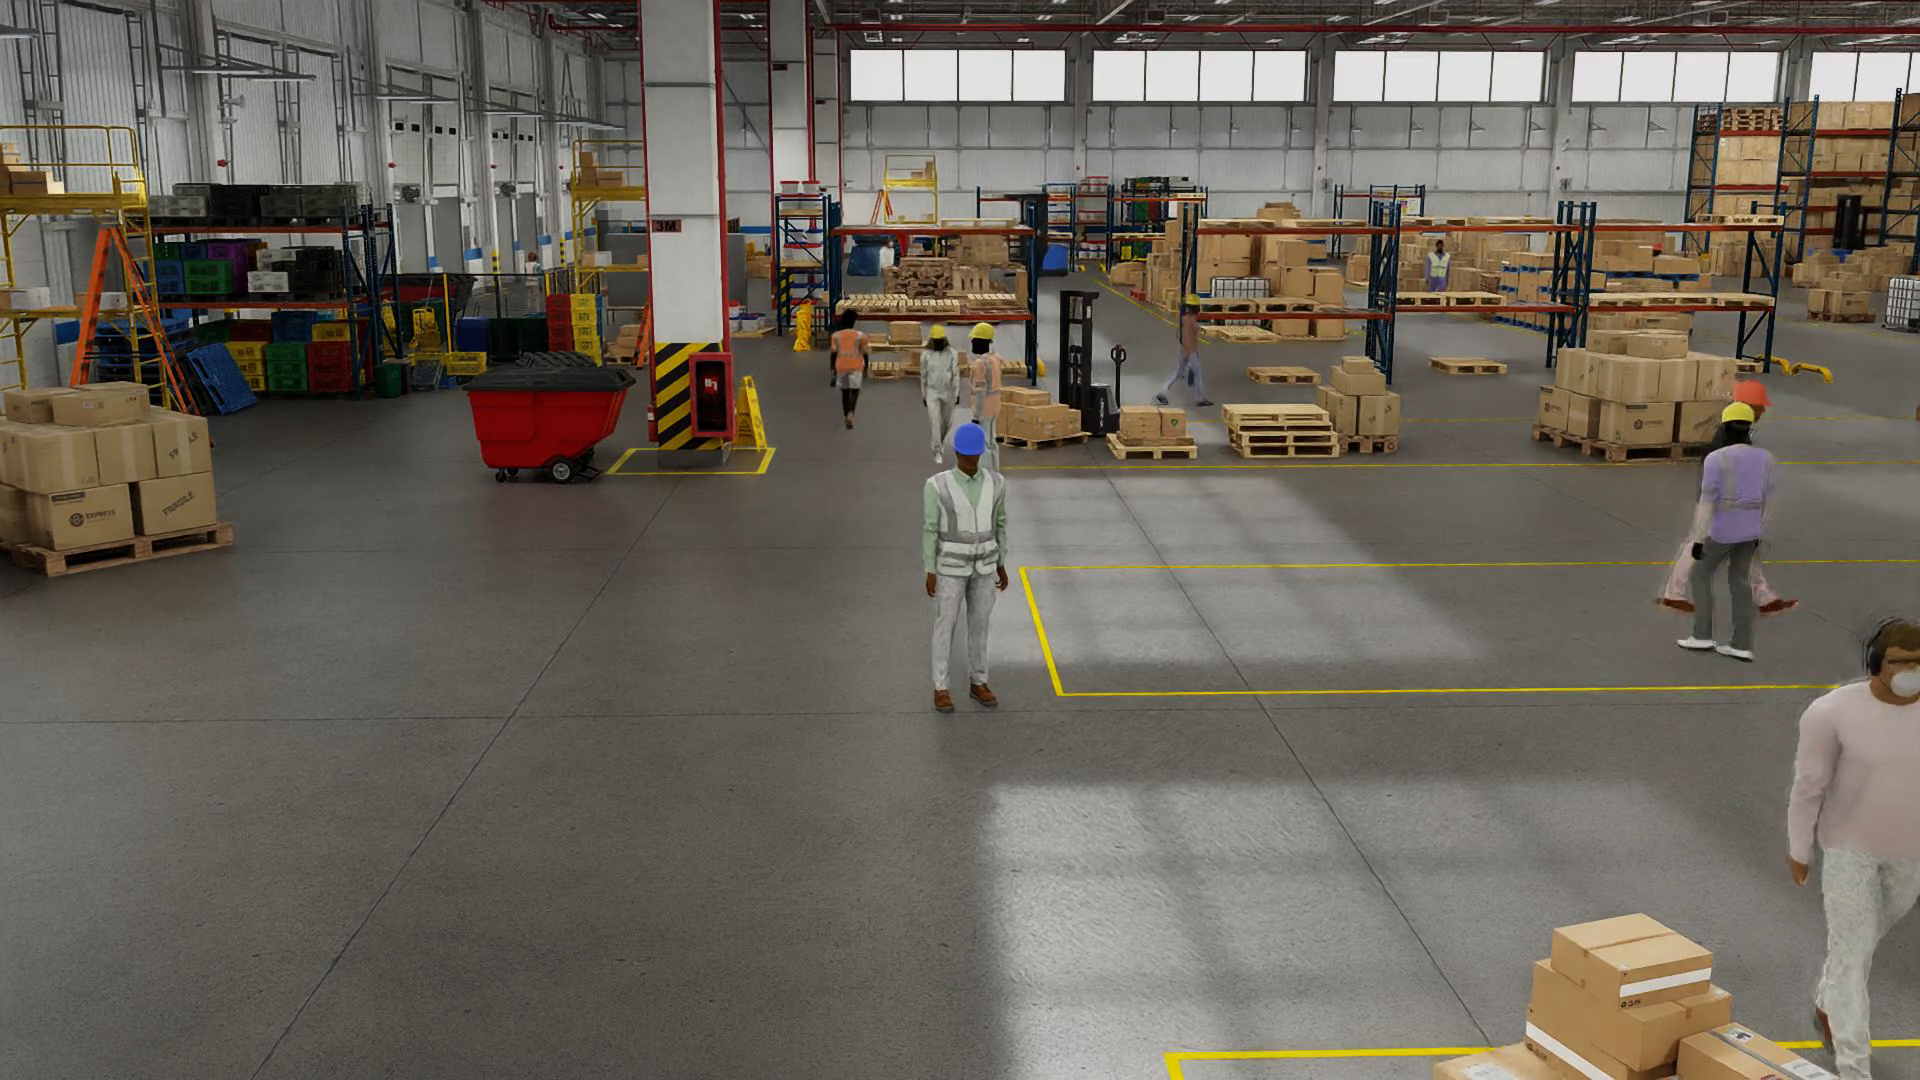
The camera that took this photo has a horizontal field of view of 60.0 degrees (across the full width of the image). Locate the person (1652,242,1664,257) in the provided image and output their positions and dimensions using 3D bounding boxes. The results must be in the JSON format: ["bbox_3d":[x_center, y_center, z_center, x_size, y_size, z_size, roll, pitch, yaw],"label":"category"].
[{"bbox_3d":[16.733,-6.263,40.250,0.554,1.903,0.951,0,12,-1],"label":"person"}]

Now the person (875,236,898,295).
[{"bbox_3d":[-1.865,-6.994,43.578,1.026,1.883,0.657,7,14,29],"label":"person"}]

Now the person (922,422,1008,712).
[{"bbox_3d":[0.045,0.175,11.058,0.610,1.943,0.403,-5,14,-23],"label":"person"}]

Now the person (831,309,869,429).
[{"bbox_3d":[-1.555,-2.395,23.307,0.539,1.672,0.768,2,13,10],"label":"person"}]

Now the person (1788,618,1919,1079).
[{"bbox_3d":[3.550,1.231,6.399,0.628,1.889,1.024,1,13,4],"label":"person"}]

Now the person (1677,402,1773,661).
[{"bbox_3d":[5.649,-0.067,12.282,0.664,1.882,0.665,-4,13,-19],"label":"person"}]

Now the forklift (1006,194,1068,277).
[{"bbox_3d":[2.634,-10.258,56.037,1.873,2.768,1.129,-7,14,-28],"label":"forklift"}]

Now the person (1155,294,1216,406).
[{"bbox_3d":[3.451,-2.899,25.437,0.882,1.729,0.534,-1,13,-3],"label":"person"}]

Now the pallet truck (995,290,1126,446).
[{"bbox_3d":[1.257,-2.299,22.111,1.885,1.965,0.823,-9,15,-35],"label":"pallet truck"}]

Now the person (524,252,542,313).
[{"bbox_3d":[-10.415,-6.207,40.591,0.517,1.631,0.312,7,14,28],"label":"person"}]

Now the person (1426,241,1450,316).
[{"bbox_3d":[11.946,-6.549,41.609,0.615,1.862,1.022,1,12,2],"label":"person"}]

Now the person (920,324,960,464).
[{"bbox_3d":[-0.265,-1.835,20.643,0.489,1.718,0.626,-3,13,-12],"label":"person"}]

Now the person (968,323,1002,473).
[{"bbox_3d":[0.262,-1.428,18.331,0.357,1.929,0.594,5,13,20],"label":"person"}]

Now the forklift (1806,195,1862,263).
[{"bbox_3d":[28.413,-9.688,53.463,1.873,2.768,1.129,0,12,-2],"label":"forklift"}]

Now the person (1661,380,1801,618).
[{"bbox_3d":[6.194,-0.314,13.281,1.020,1.928,0.608,8,15,31],"label":"person"}]

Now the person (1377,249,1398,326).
[{"bbox_3d":[9.907,-5.889,38.665,0.507,1.847,0.344,4,13,15],"label":"person"}]
